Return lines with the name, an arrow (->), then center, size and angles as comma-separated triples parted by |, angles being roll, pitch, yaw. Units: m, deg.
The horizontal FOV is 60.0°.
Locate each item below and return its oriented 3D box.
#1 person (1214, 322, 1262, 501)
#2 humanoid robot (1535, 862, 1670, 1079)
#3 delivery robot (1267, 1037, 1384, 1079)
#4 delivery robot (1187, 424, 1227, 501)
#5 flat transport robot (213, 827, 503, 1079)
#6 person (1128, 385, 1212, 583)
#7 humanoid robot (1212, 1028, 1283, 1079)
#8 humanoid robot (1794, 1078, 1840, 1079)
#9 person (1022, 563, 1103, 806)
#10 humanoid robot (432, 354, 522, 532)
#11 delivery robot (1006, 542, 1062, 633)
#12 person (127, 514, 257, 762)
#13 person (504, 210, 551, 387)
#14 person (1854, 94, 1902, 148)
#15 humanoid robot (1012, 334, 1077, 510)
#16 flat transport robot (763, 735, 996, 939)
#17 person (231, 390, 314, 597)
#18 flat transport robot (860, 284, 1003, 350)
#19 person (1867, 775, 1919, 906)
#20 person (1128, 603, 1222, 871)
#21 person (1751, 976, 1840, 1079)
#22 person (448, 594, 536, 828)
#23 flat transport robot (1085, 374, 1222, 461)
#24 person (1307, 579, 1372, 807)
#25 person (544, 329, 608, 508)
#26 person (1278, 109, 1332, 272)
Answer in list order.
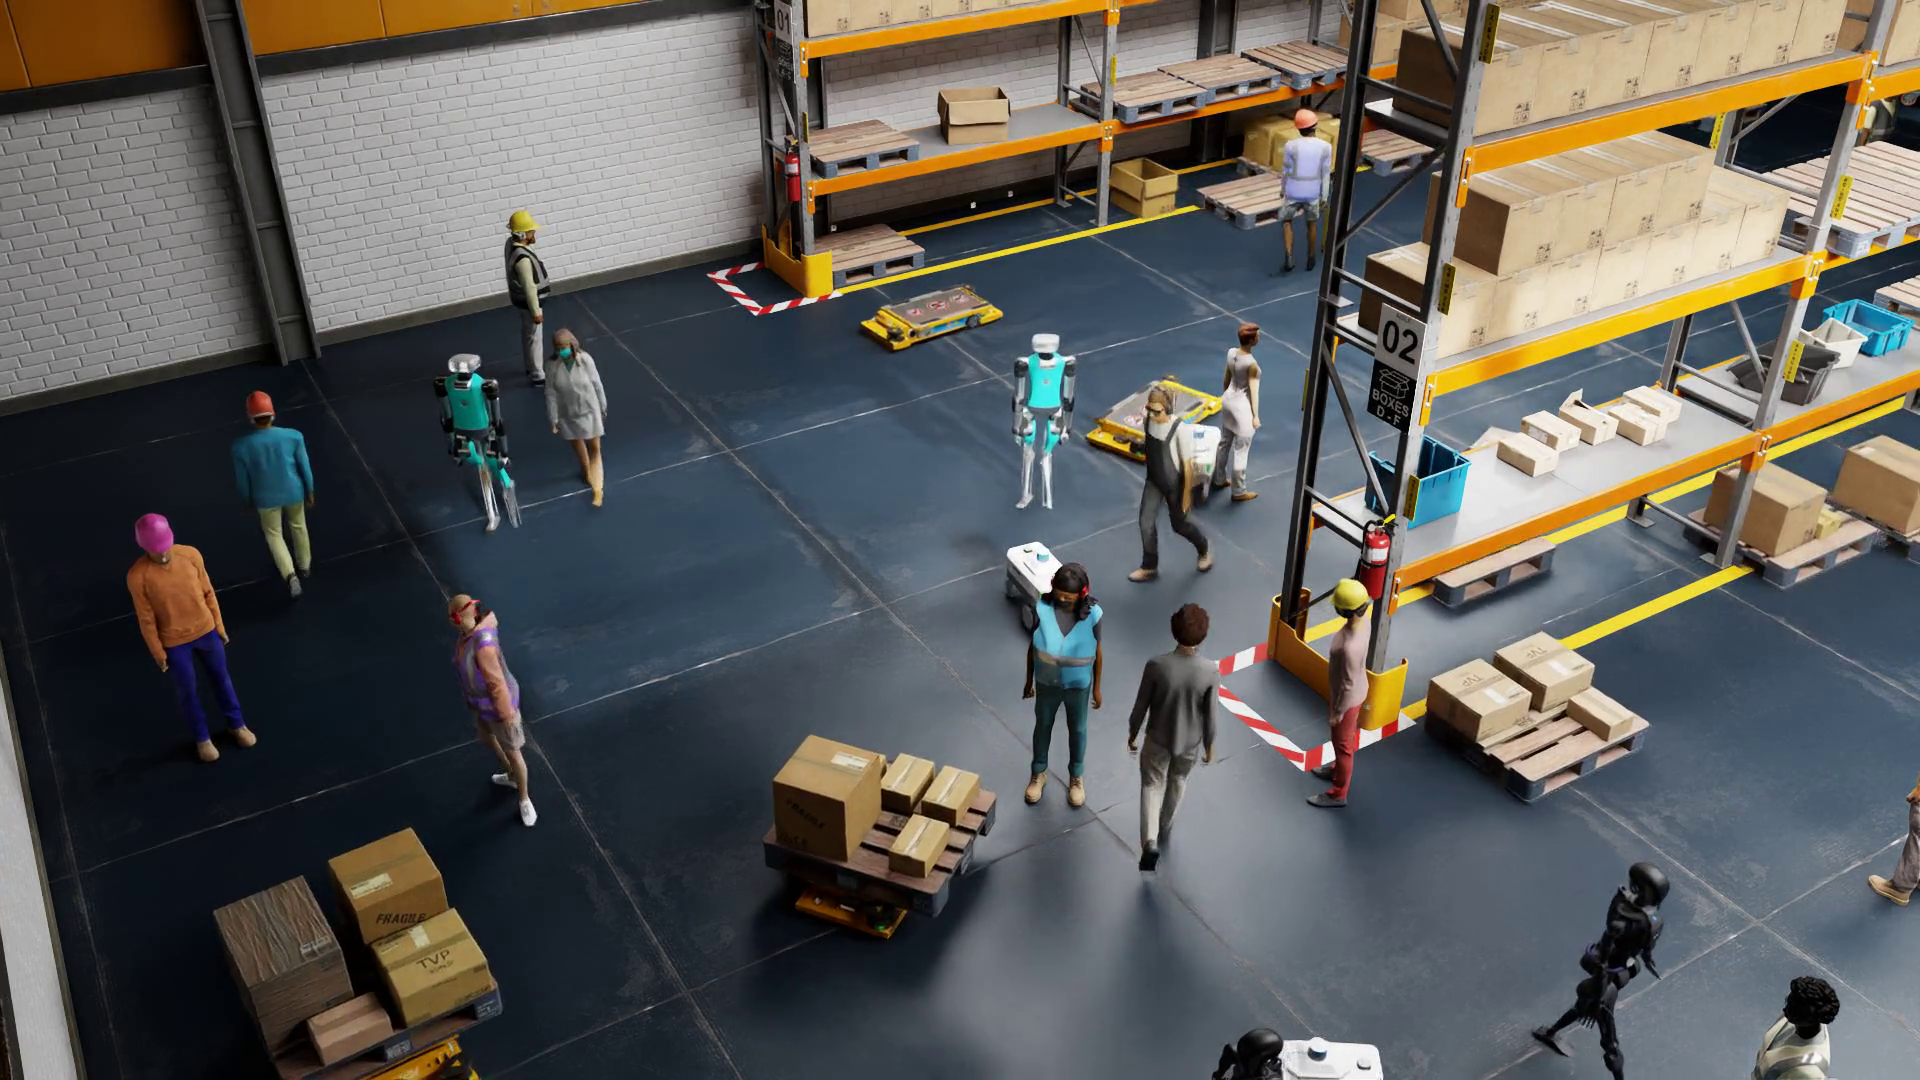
person -> 2.461, -1.137, 14.583 | 0.284, 1.661, 0.450 | -16, 36, -24
humanoid robot -> 3.602, 2.352, 9.050 | 0.608, 1.623, 0.776 | -25, 40, -34
delivery robot -> 1.956, 2.970, 9.092 | 0.794, 0.609, 0.499 | 2, 32, 3
delivery robot -> 2.139, -0.741, 15.005 | 0.499, 0.603, 0.807 | 8, 33, 13
flat transport robot -> -3.366, 2.795, 9.626 | 0.659, 0.231, 1.431 | -21, 38, -29
person -> 1.750, -0.497, 13.434 | 0.767, 1.802, 0.553 | -23, 39, -32
humanoid robot -> 1.370, 2.950, 8.068 | 0.609, 1.638, 0.612 | -15, 35, -22
humanoid robot -> 3.580, 3.172, 7.655 | 0.874, 1.787, 0.551 | -6, 33, -10
person -> 0.690, 0.947, 11.067 | 0.529, 1.870, 0.390 | 5, 32, 8
humanoid robot -> -4.007, -0.789, 14.060 | 0.539, 1.892, 0.714 | 2, 32, 3
delivery robot -> 0.669, 0.363, 13.253 | 0.499, 0.613, 0.789 | -14, 35, -21
person -> -5.324, 0.654, 11.443 | 0.521, 1.972, 0.405 | -27, 41, -36
person -> -4.239, -2.385, 16.428 | 0.403, 1.826, 0.594 | -12, 34, -19
person -> 11.024, -4.732, 20.158 | 0.564, 1.837, 0.380 | -22, 38, -31
humanoid robot -> 0.687, -1.024, 14.377 | 0.531, 1.830, 0.734 | -2, 32, -4
flat transport robot -> -0.462, 1.995, 10.903 | 0.659, 0.231, 1.431 | 13, 34, 20
person -> -5.440, -0.365, 13.286 | 0.560, 1.736, 0.670 | -16, 35, -24
flat transport robot -> -0.302, -2.411, 17.928 | 1.431, 0.231, 0.659 | -21, 38, -29
person -> 6.072, 1.503, 10.270 | 0.459, 1.774, 0.314 | -14, 35, -21
person -> 1.348, 1.272, 10.544 | 0.569, 1.873, 0.725 | 3, 32, 5
person -> 4.069, 2.808, 8.269 | 0.319, 1.693, 0.531 | 11, 34, 16
person -> -3.062, 1.131, 10.974 | 0.354, 1.657, 0.638 | -20, 37, -29
flat transport robot -> 1.881, -1.185, 15.974 | 0.659, 0.231, 1.431 | 23, 39, 32
person -> 2.536, 1.017, 11.061 | 0.335, 1.759, 0.524 | 10, 34, 16
person -> -3.337, -1.076, 14.515 | 0.507, 1.610, 0.881 | -4, 32, -6
person -> 3.897, -3.911, 18.782 | 0.599, 1.902, 0.533 | 0, 32, 0
